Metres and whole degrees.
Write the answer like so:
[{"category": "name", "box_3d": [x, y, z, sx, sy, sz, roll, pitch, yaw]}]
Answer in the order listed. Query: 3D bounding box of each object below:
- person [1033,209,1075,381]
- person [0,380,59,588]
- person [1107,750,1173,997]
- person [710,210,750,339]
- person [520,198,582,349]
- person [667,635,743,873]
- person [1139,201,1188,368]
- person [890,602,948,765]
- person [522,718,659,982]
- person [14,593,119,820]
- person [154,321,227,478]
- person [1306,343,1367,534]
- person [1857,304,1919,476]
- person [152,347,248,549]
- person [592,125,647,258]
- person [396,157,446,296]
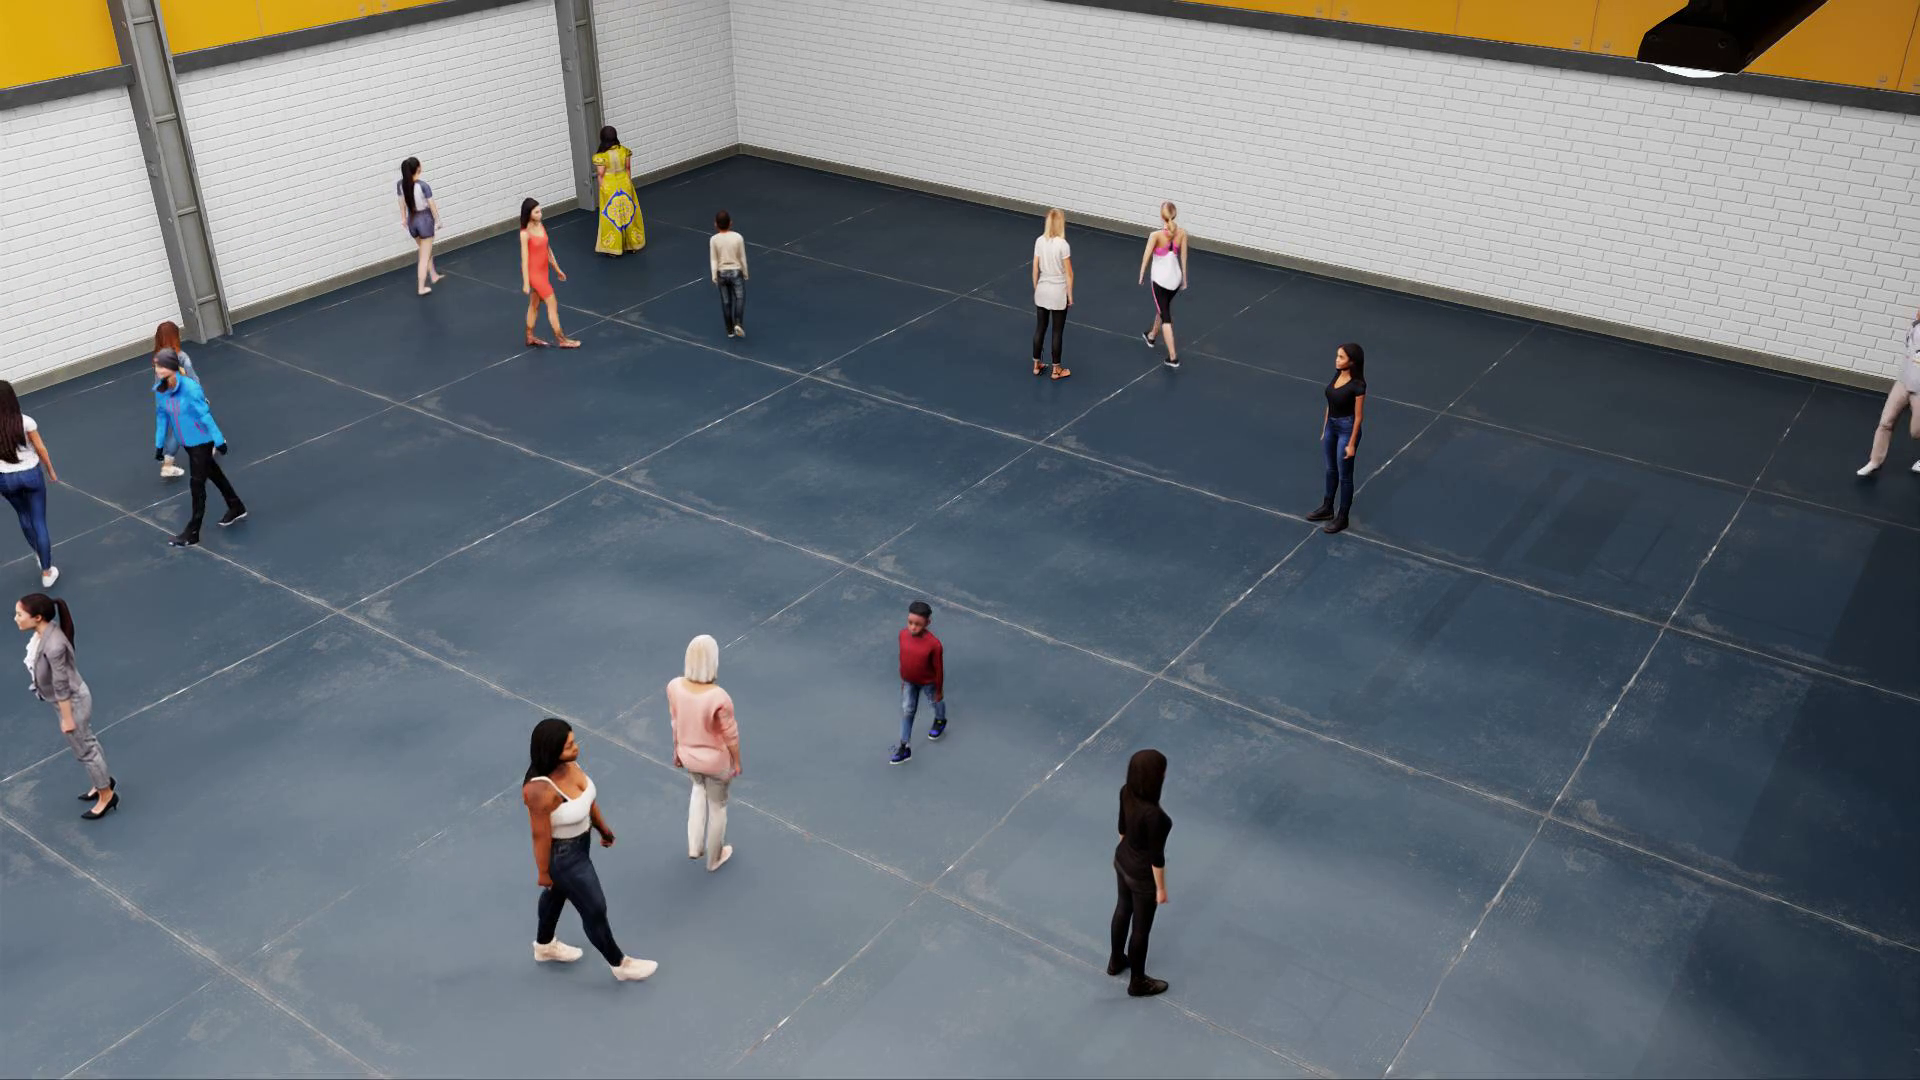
[{"category": "person", "box_3d": [0.966, -2.586, 17.504, 0.620, 1.826, 0.527, 18, 33, 29]}, {"category": "person", "box_3d": [-7.699, -0.418, 13.609, 0.920, 1.751, 0.968, -7, 29, -13]}, {"category": "person", "box_3d": [1.015, 1.885, 9.500, 0.647, 1.642, 0.643, -13, 31, -23]}, {"category": "person", "box_3d": [-2.562, -2.925, 18.509, 0.748, 1.458, 0.812, -3, 29, -5]}, {"category": "person", "box_3d": [-4.712, -2.901, 18.218, 0.896, 1.694, 0.931, 3, 29, 5]}, {"category": "person", "box_3d": [-1.627, 1.385, 10.341, 0.677, 1.715, 0.704, 11, 30, 19]}, {"category": "person", "box_3d": [2.226, -2.692, 17.795, 1.172, 1.734, 1.157, -8, 30, -15]}, {"category": "person", "box_3d": [-0.243, 0.941, 11.684, 0.619, 1.208, 0.932, 13, 31, 23]}, {"category": "person", "box_3d": [-2.367, 1.781, 9.552, 1.021, 1.774, 1.075, 2, 29, 4]}, {"category": "person", "box_3d": [-5.855, 1.078, 10.945, 0.686, 1.675, 0.684, -18, 34, -30]}, {"category": "person", "box_3d": [-7.347, -1.276, 15.511, 0.691, 1.435, 1.087, 13, 31, 23]}, {"category": "person", "box_3d": [3.336, -0.911, 14.525, 0.673, 1.739, 0.654, -13, 31, -22]}, {"category": "person", "box_3d": [8.917, -1.424, 15.374, 1.174, 1.826, 1.050, -6, 29, -12]}, {"category": "person", "box_3d": [-6.536, -0.858, 14.410, 0.741, 1.756, 1.118, 14, 32, 24]}, {"category": "person", "box_3d": [-4.358, -4.424, 21.047, 0.843, 1.661, 1.006, -20, 35, -33]}, {"category": "person", "box_3d": [-6.461, -3.699, 19.755, 0.719, 1.626, 0.899, 11, 30, 19]}]
